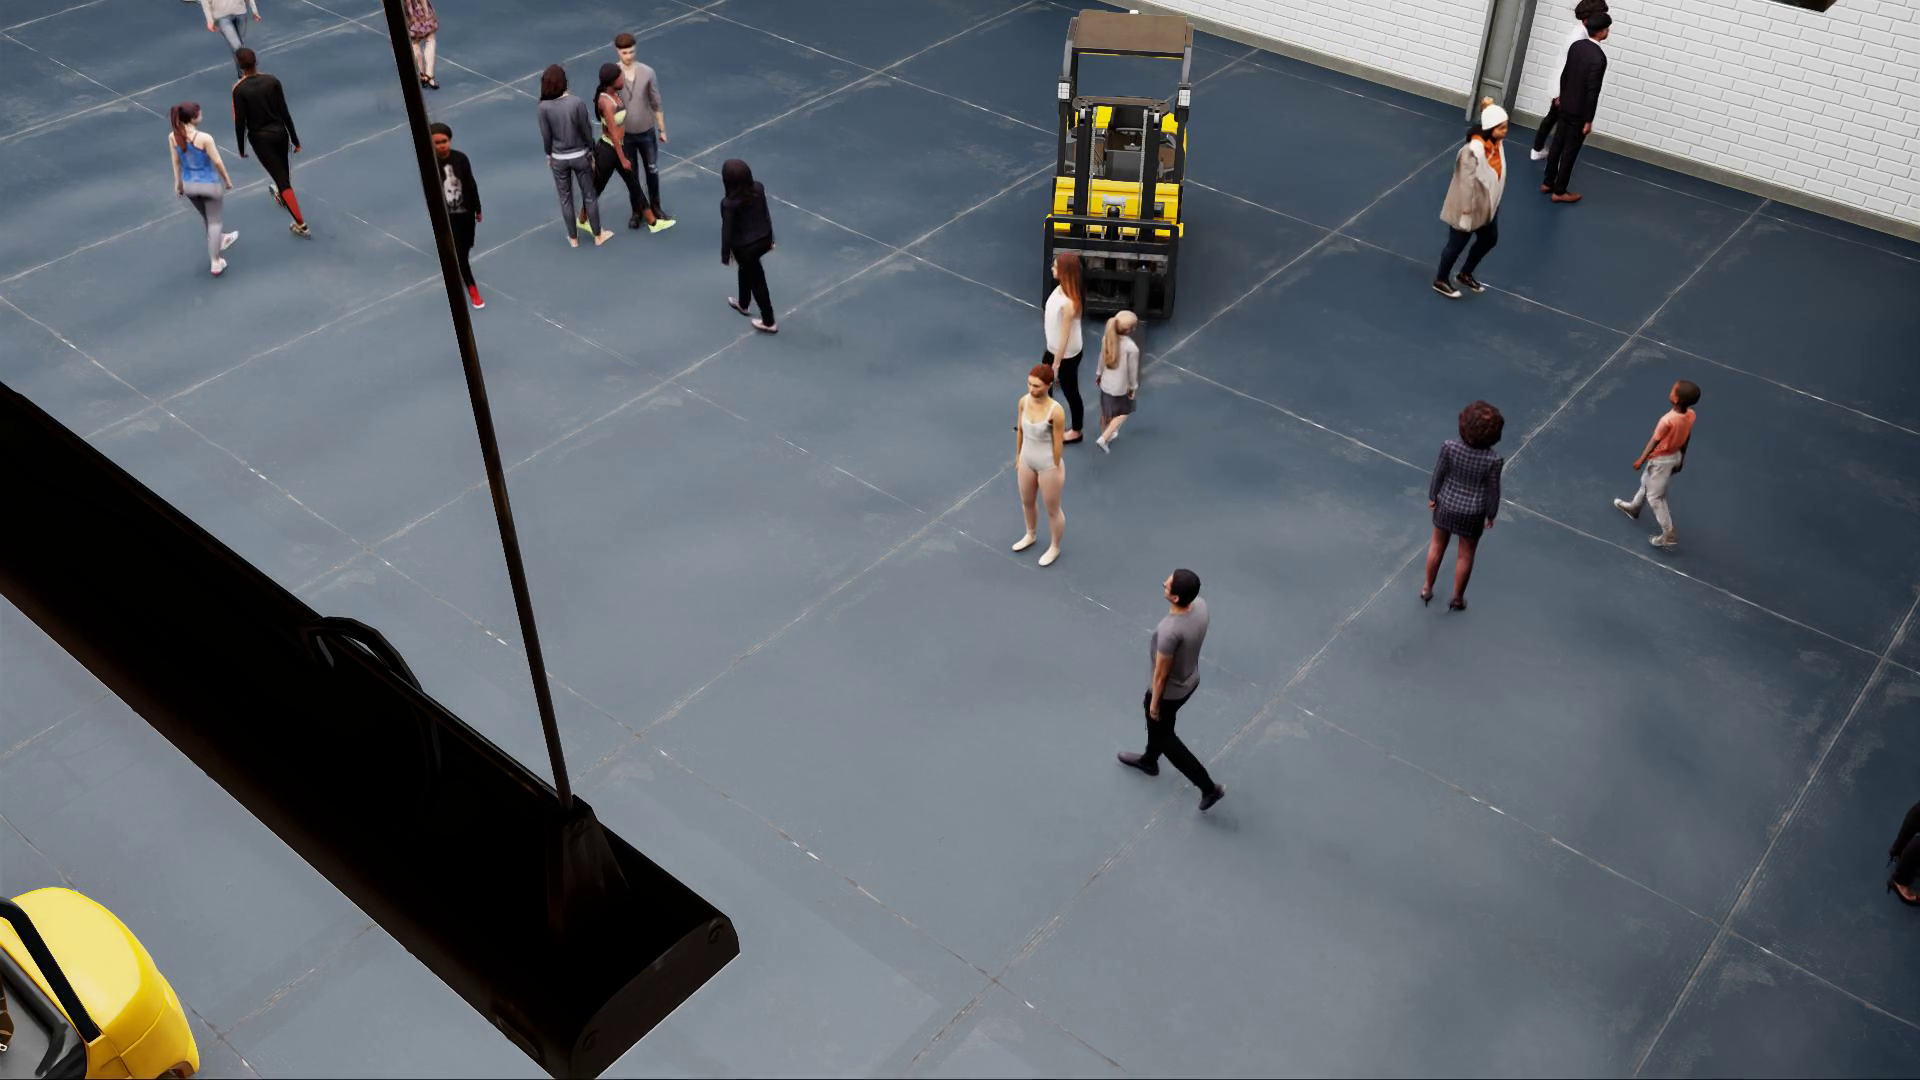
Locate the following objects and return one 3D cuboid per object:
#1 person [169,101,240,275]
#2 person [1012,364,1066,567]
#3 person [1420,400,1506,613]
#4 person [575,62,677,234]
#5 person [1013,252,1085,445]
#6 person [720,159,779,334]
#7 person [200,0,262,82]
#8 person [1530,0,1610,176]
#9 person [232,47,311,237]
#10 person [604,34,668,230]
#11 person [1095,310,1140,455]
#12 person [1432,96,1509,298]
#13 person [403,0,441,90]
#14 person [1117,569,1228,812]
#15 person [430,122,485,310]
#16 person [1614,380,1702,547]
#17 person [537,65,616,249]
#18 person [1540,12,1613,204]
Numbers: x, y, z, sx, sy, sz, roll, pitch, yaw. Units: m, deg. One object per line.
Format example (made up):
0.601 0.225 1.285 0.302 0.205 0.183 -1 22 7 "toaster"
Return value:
-6.927 -3.180 15.165 0.969 1.573 0.973 2 39 2 "person"
0.585 -0.552 11.821 0.422 1.642 0.607 25 45 28 "person"
3.418 -0.207 11.341 0.523 1.700 0.709 21 43 24 "person"
-3.359 -3.613 15.606 1.262 1.700 1.053 3 39 4 "person"
0.894 -1.464 12.908 0.911 1.709 0.853 -4 39 -4 "person"
-1.735 -2.504 14.308 0.905 1.587 0.734 22 44 25 "person"
-8.063 -5.809 18.245 0.875 1.837 0.685 27 46 30 "person"
6.106 -4.621 16.792 0.770 1.796 0.755 17 42 20 "person"
-6.463 -3.718 15.688 0.725 1.762 1.192 -31 48 -33 "person"
-3.091 -3.904 15.814 0.793 1.897 0.823 -8 39 -10 "person"
1.201 -1.203 12.938 0.583 1.264 0.613 27 46 29 "person"
4.476 -3.046 14.755 0.730 1.876 0.685 -31 48 -33 "person"
-6.041 -5.811 18.300 0.694 1.772 0.793 16 41 19 "person"
1.338 0.895 9.935 1.050 1.734 0.706 22 43 25 "person"
-4.507 -2.942 14.806 0.858 1.651 1.143 -19 42 -23 "person"
5.162 -0.546 12.086 0.675 1.301 0.935 -20 43 -23 "person"
-3.609 -3.578 15.505 0.736 1.772 0.758 -2 39 -3 "person"
6.009 -4.229 16.231 0.827 1.883 0.726 -8 39 -10 "person"
